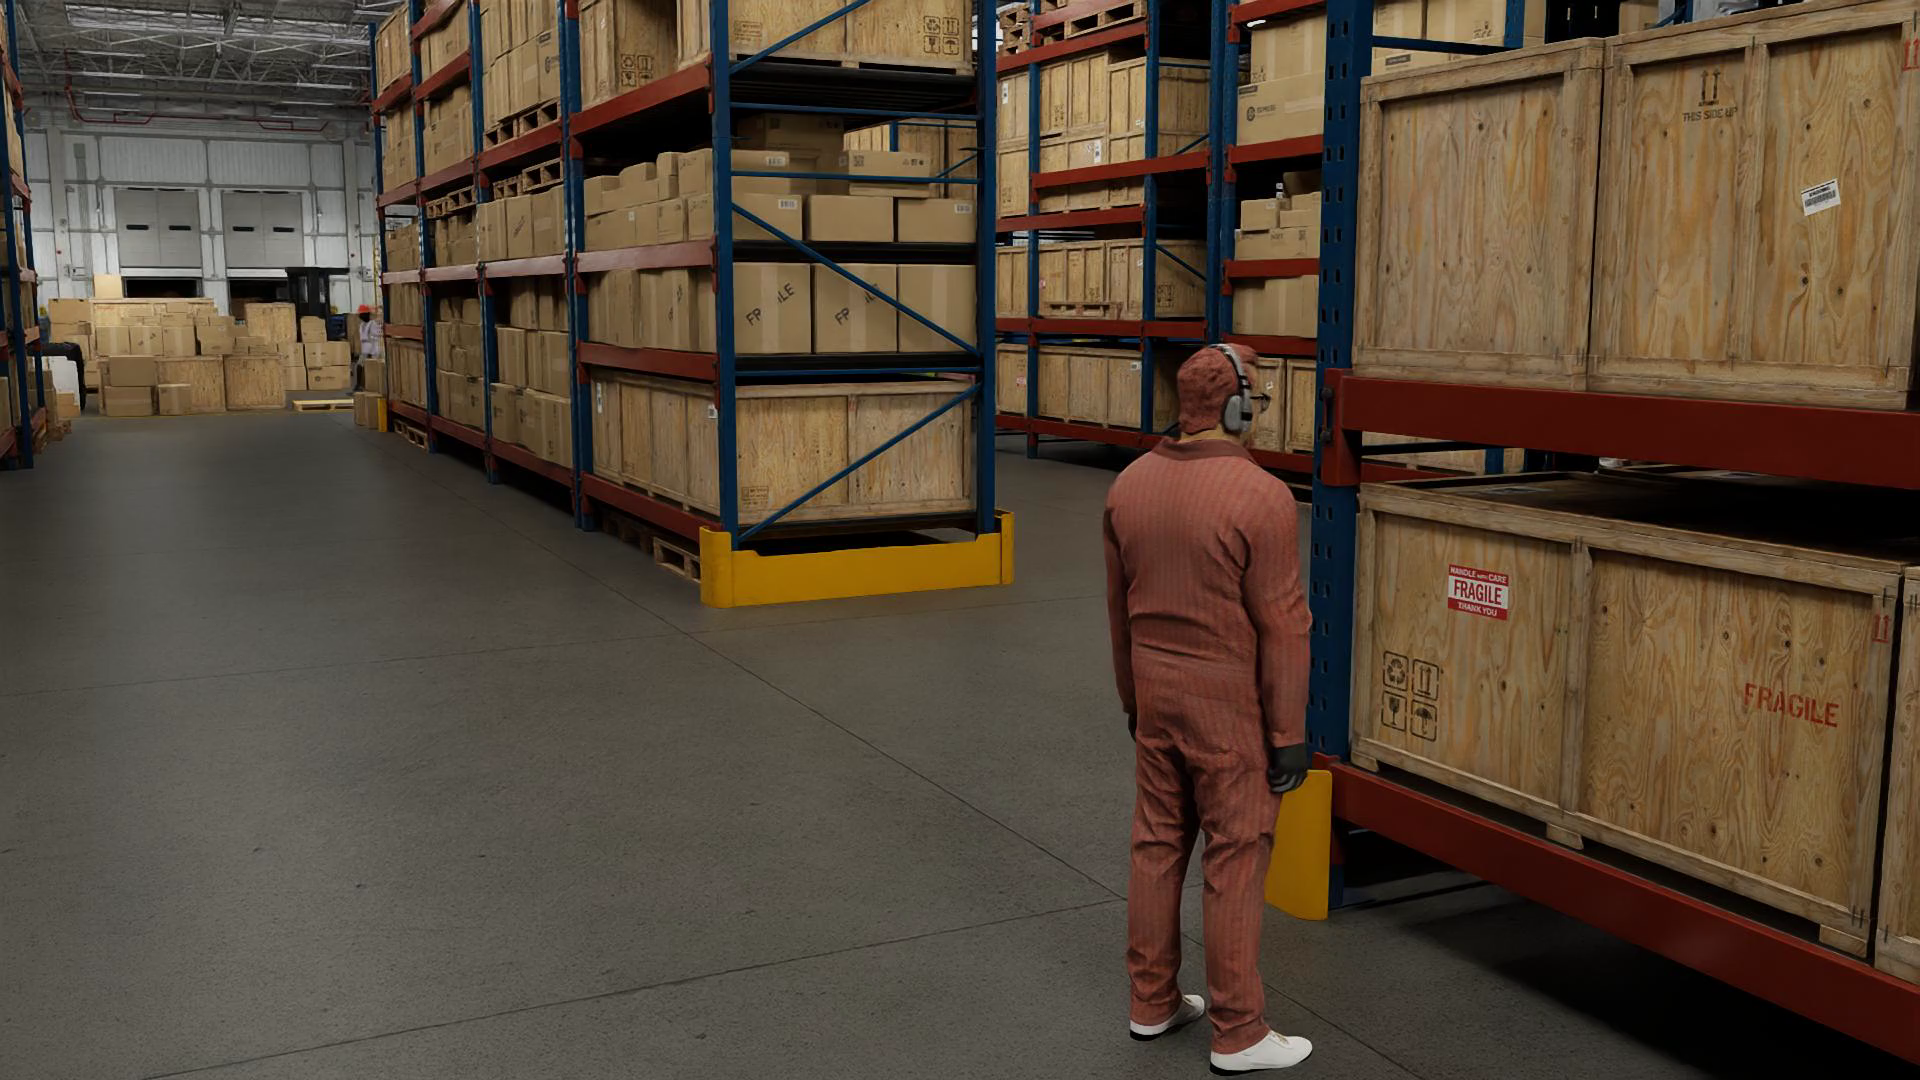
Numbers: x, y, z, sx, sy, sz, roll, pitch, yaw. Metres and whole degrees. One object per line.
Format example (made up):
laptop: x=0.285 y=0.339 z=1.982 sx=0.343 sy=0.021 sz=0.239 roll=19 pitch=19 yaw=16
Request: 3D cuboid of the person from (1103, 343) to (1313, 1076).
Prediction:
person: x=0.674 y=0.440 z=4.394 sx=0.407 sy=1.908 sz=0.641 roll=-7 pitch=11 yaw=-39

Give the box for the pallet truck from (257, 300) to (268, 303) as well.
pallet truck: x=-23.913 y=-7.404 z=58.171 sx=1.885 sy=1.965 sz=0.823 roll=-1 pitch=8 yaw=-9

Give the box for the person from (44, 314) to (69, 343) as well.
person: x=-25.488 y=-5.737 z=47.065 sx=1.007 sy=1.882 sz=0.653 roll=6 pitch=10 yaw=37

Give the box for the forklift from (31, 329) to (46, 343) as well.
forklift: x=-28.971 y=-6.828 z=51.173 sx=1.129 sy=2.768 sz=1.873 roll=-7 pitch=11 yaw=-41

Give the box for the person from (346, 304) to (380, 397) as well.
person: x=-12.110 y=-3.817 z=33.780 sx=0.548 sy=1.903 sz=0.893 roll=5 pitch=10 yaw=31

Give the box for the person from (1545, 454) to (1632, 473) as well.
person: x=4.206 y=-0.604 z=11.138 sx=0.608 sy=2.040 sz=0.394 roll=6 pitch=10 yaw=36

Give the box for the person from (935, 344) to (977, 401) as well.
person: x=-0.097 y=-1.894 z=20.563 sx=0.647 sy=1.893 sz=0.674 roll=-2 pitch=9 yaw=-16

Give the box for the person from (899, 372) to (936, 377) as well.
person: x=-0.439 y=-1.081 z=15.627 sx=0.530 sy=1.690 sz=0.319 roll=5 pitch=10 yaw=31

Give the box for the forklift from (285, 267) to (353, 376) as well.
forklift: x=-16.532 y=-5.490 z=41.948 sx=1.129 sy=2.768 sz=1.873 roll=5 pitch=10 yaw=31
